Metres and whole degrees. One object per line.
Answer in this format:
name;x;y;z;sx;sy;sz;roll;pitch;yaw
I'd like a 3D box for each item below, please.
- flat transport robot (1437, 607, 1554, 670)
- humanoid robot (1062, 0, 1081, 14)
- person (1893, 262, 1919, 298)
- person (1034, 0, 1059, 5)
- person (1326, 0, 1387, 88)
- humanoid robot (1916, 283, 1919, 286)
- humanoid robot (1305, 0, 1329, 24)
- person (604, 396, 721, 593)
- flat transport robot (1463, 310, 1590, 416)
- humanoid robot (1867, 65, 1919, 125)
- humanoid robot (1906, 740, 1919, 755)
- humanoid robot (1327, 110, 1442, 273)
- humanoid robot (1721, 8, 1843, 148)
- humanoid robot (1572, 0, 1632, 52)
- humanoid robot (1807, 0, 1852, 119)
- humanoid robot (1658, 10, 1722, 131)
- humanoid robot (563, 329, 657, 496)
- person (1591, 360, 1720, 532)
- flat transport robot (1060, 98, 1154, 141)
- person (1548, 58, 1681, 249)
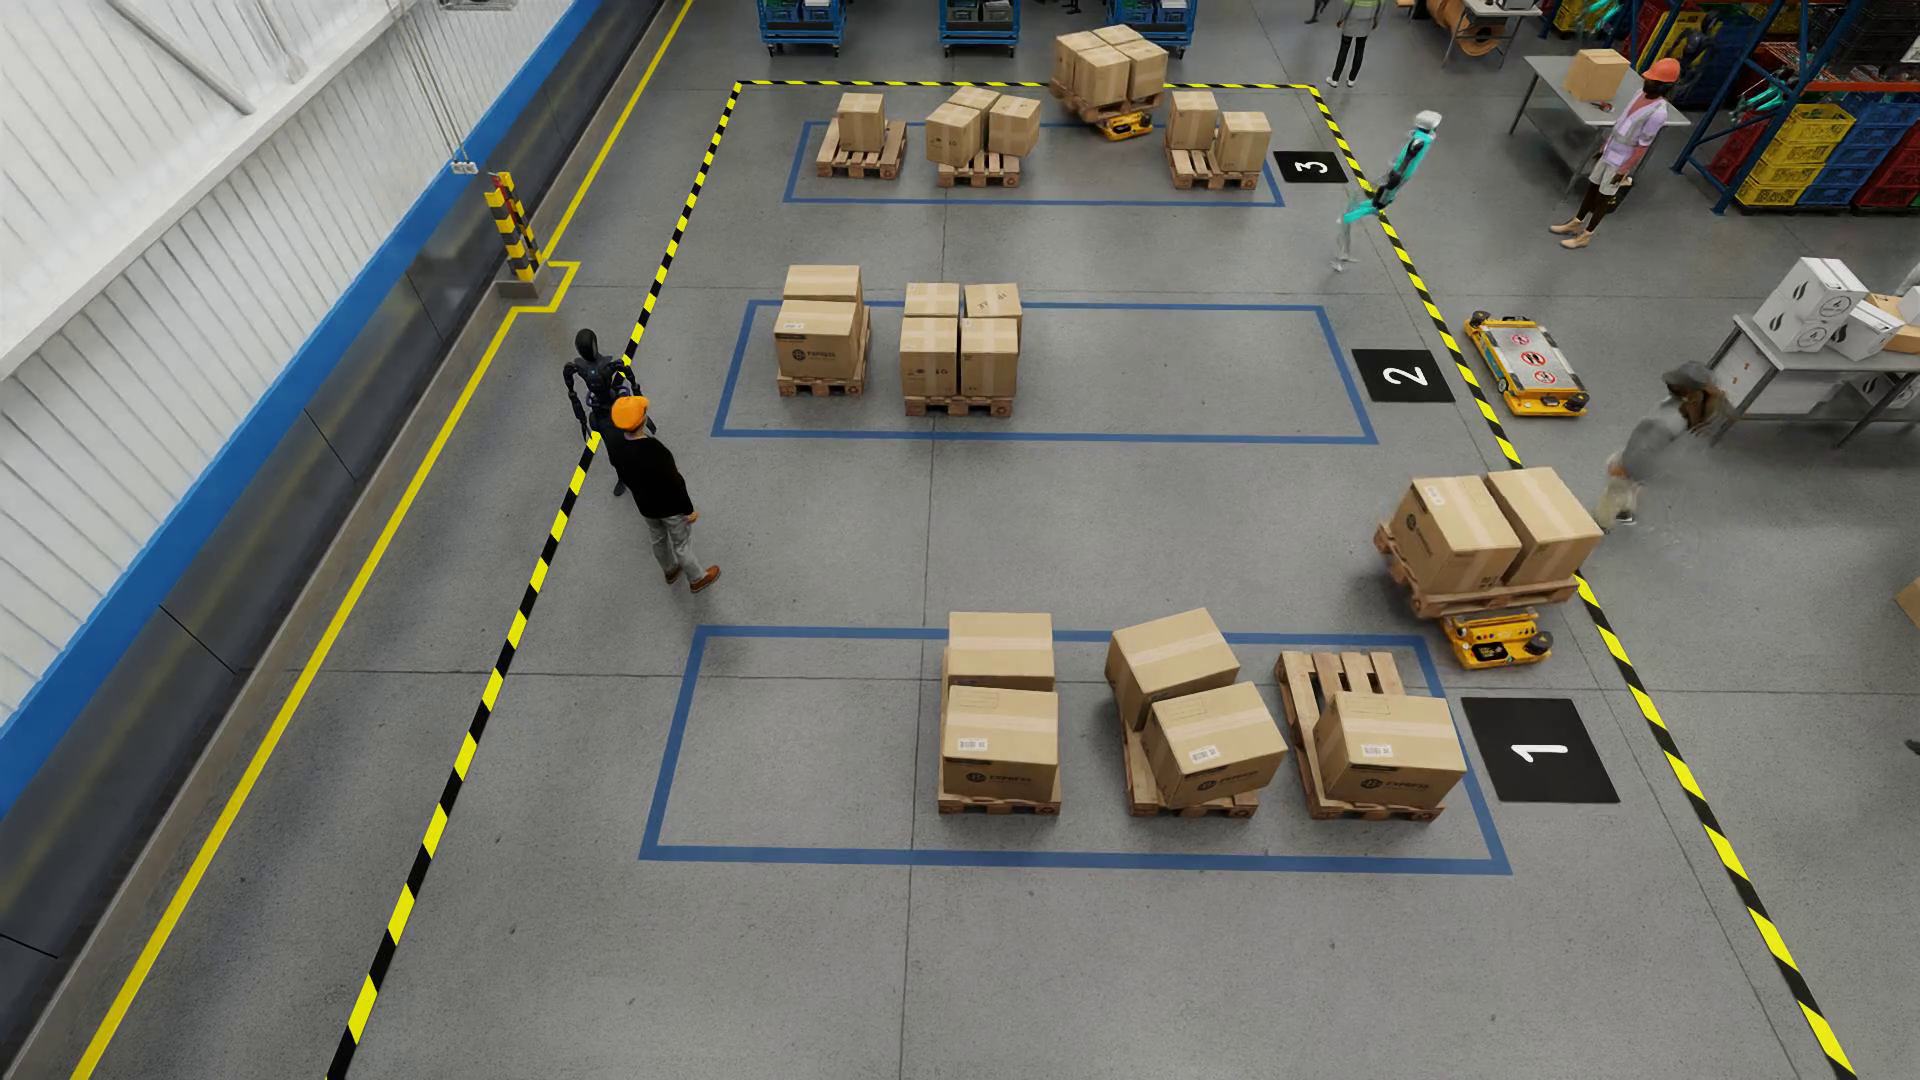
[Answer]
flat transport robot;3.976;0.336;7.224;0.652;0.197;1.431;-6;49;-5
humanoid robot;1.855;-9.420;14.746;0.315;1.657;0.599;-7;49;-6
person;10.120;-3.074;9.084;0.386;1.947;0.607;-8;50;-7
person;1.476;-9.836;14.942;0.627;1.940;0.371;-15;51;-13
person;5.601;-7.348;12.846;0.596;1.849;0.393;1;49;0
humanoid robot;10.569;-3.350;9.395;0.535;1.693;0.738;4;49;4
humanoid robot;5.877;-9.107;14.493;0.520;1.643;0.603;-22;53;-18
person;-2.195;-0.304;6.729;0.586;1.884;0.360;21;52;17
flat transport robot;5.573;-1.757;9.054;0.659;0.231;1.431;1;49;1
humanoid robot;11.603;-5.563;11.398;0.935;1.787;0.548;-7;49;-6
humanoid robot;6.748;1.054;5.688;0.605;1.642;0.430;-24;53;-19
humanoid robot;4.412;-3.733;9.798;0.801;1.769;0.551;28;55;22
humanoid robot;10.139;-5.668;11.436;0.689;1.745;0.530;2;49;2
humanoid robot;9.567;-8.018;13.538;0.797;1.829;0.541;-6;49;-5
humanoid robot;11.336;-6.111;11.763;0.735;1.677;0.533;16;51;13
humanoid robot;9.174;-5.918;11.754;0.789;1.620;0.605;-25;54;-20
humanoid robot;-2.819;-1.023;7.475;0.599;1.659;0.315;-6;49;-5
person;5.303;-0.675;7.133;0.582;1.738;0.421;-35;58;-27
flat transport robot;2.015;-5.990;12.699;0.652;0.197;1.431;-21;52;-17
person;7.131;-4.166;9.965;0.365;2.048;0.606;2;49;2
